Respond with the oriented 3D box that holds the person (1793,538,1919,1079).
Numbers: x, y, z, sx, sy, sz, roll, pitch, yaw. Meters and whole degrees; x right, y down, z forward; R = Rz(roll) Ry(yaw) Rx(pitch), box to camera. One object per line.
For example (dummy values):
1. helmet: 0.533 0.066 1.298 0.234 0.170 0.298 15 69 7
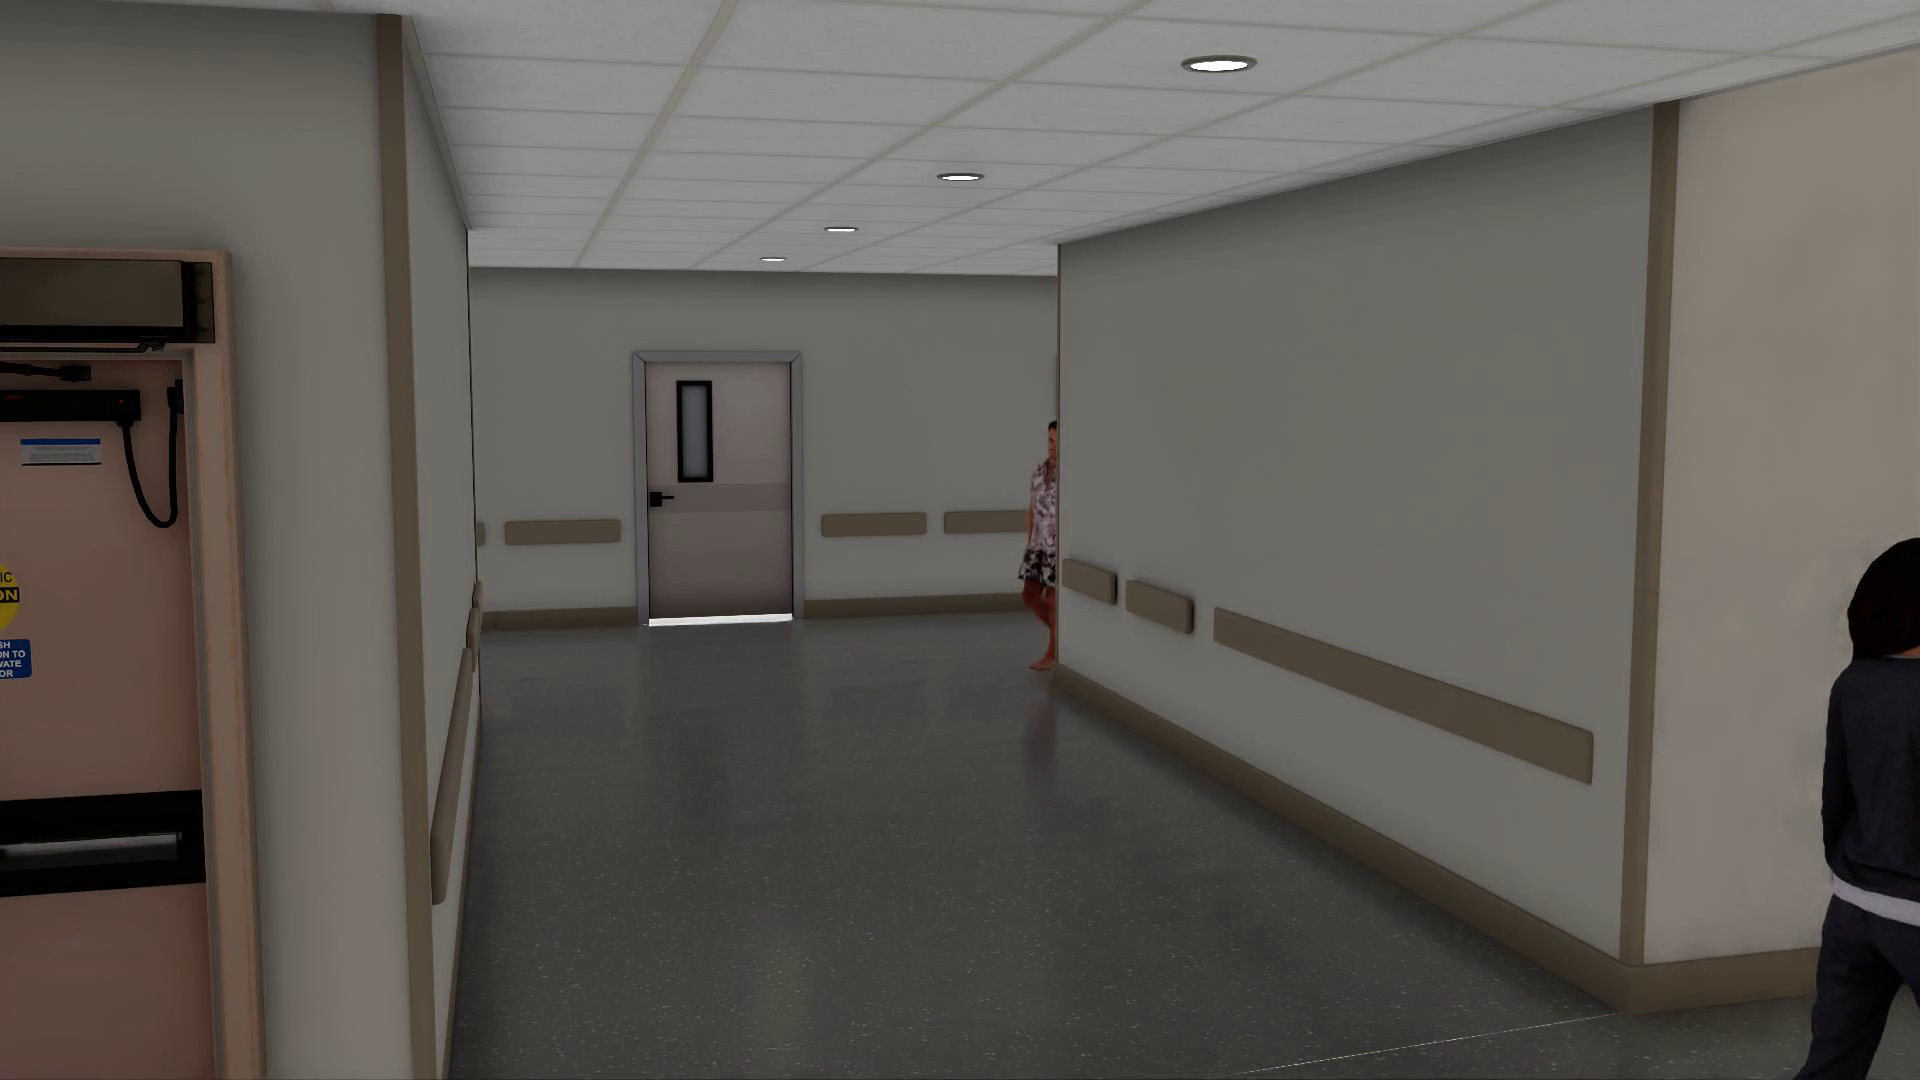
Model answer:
1. person: 2.089 0.891 3.784 1.168 1.726 0.768 -3 6 -25
